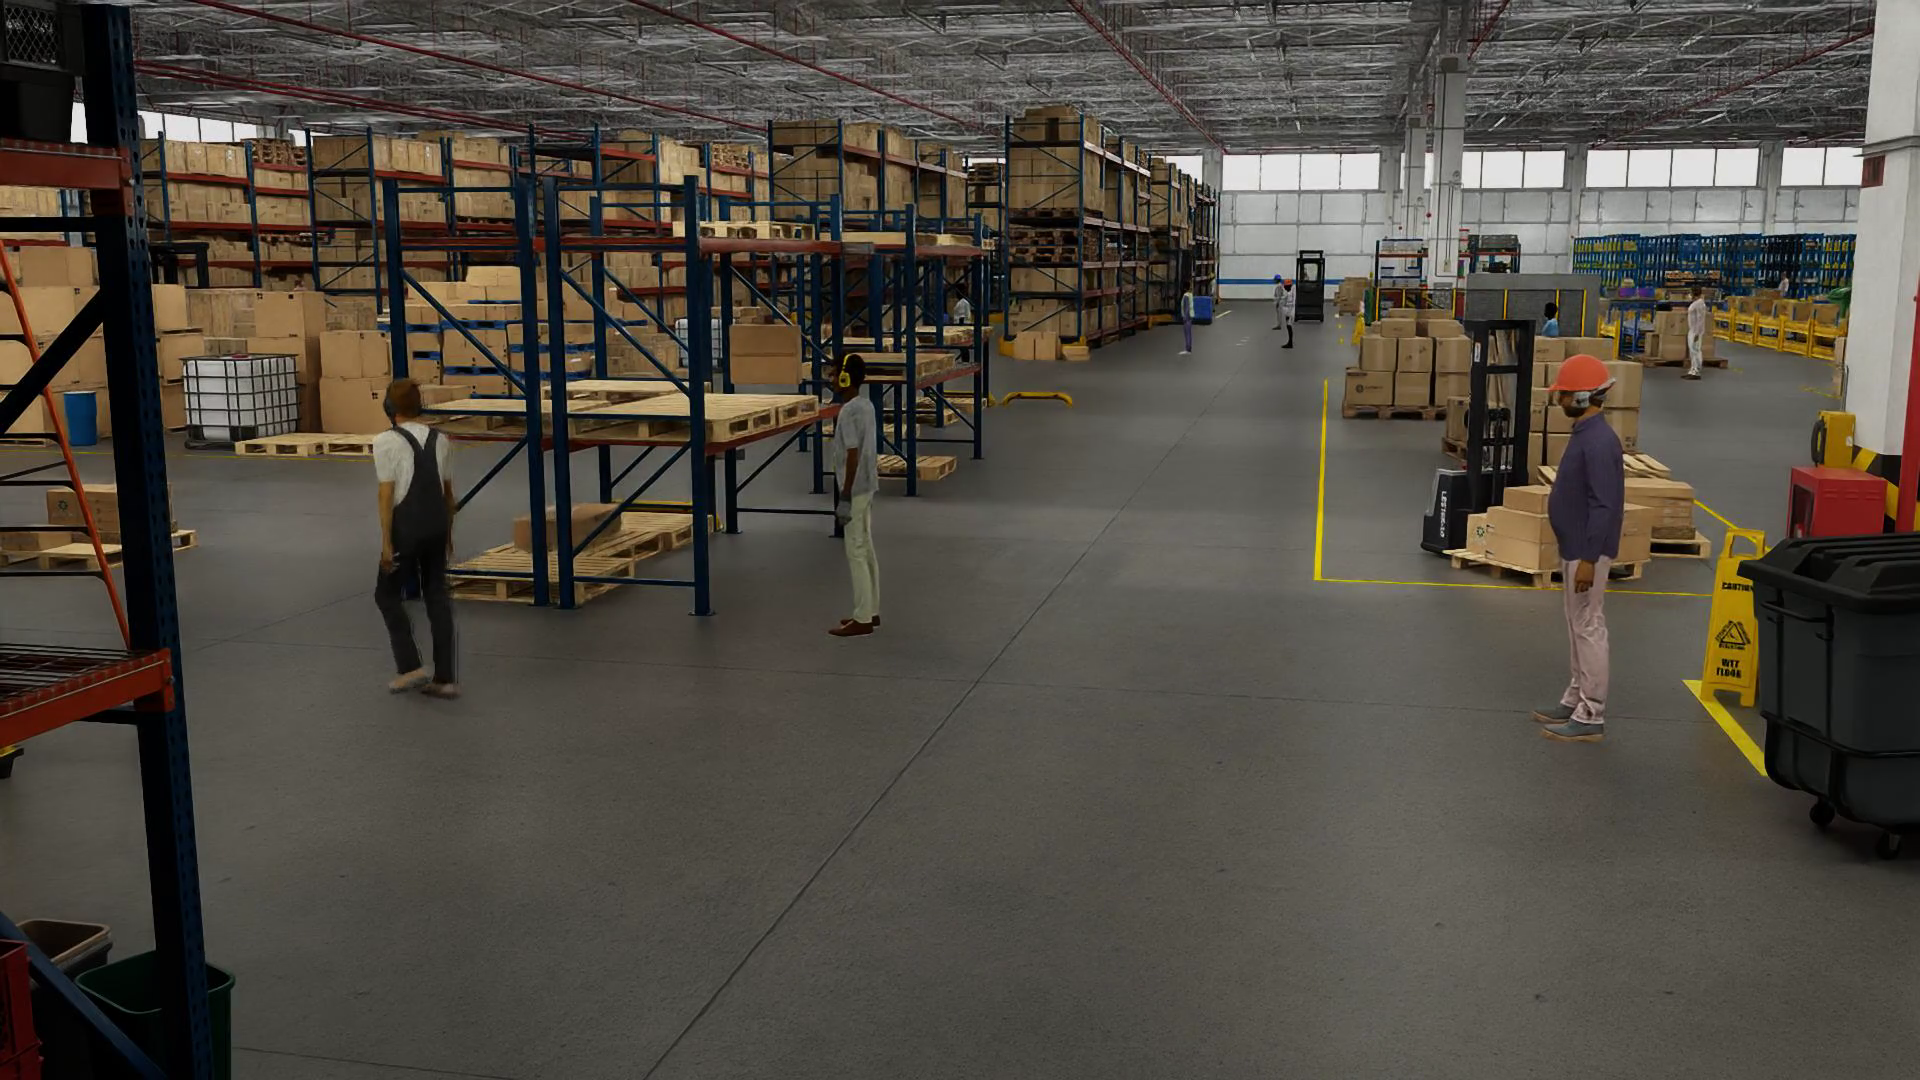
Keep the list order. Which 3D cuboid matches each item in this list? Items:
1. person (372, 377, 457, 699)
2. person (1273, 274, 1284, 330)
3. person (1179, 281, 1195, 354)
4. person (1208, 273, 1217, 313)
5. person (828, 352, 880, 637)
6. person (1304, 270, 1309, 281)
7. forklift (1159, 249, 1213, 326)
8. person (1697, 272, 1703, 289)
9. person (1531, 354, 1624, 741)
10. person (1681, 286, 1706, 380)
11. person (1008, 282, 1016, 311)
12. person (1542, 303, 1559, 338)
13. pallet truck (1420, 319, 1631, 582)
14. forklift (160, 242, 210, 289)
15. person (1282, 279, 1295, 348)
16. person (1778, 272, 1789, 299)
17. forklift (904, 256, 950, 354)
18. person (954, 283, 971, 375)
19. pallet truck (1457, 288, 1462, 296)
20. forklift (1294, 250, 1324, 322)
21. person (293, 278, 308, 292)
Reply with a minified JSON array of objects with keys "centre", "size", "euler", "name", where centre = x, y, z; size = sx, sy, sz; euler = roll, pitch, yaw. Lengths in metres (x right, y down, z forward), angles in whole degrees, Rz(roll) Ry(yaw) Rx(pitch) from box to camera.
[{"centre":[-3.058,-0.002,9.367],"size":[0.532,1.812,0.536],"euler":[7,12,37],"name":"person"},{"centre":[11.221,-8.385,58.627],"size":[0.403,1.943,0.606],"euler":[2,10,14],"name":"person"},{"centre":[5.935,-5.804,43.428],"size":[0.391,1.916,0.590],"euler":[2,10,14],"name":"person"},{"centre":[11.704,-11.463,77.194],"size":[0.404,1.828,0.592],"euler":[2,10,14],"name":"person"},{"centre":[-0.705,-0.293,10.932],"size":[0.327,1.871,0.514],"euler":[2,10,14],"name":"person"},{"centre":[18.005,-13.128,86.838],"size":[0.399,1.905,0.643],"euler":[2,10,14],"name":"person"},{"centre":[8.360,-9.294,61.241],"size":[1.873,2.768,1.129],"euler":[2,10,12],"name":"forklift"},{"centre":[35.867,-12.065,80.722],"size":[0.389,1.841,0.564],"euler":[2,10,14],"name":"person"},{"centre":[3.197,0.043,8.579],"size":[0.392,1.991,0.613],"euler":[2,10,14],"name":"person"},{"centre":[15.102,-4.249,34.159],"size":[0.371,1.936,0.629],"euler":[2,10,14],"name":"person"},{"centre":[1.752,-7.915,56.564],"size":[0.321,1.698,0.537],"euler":[2,10,14],"name":"person"},{"centre":[10.659,-3.436,30.050],"size":[0.321,1.695,0.537],"euler":[2,10,14],"name":"person"},{"centre":[4.543,-0.757,13.299],"size":[0.823,1.965,1.885],"euler":[-4,10,-22],"name":"pallet truck"},{"centre":[-16.063,-4.810,34.690],"size":[1.129,2.768,1.873],"euler":[2,10,12],"name":"forklift"},{"centre":[9.139,-6.302,46.320],"size":[0.376,1.934,0.548],"euler":[2,10,14],"name":"person"},{"centre":[35.872,-10.708,72.507],"size":[0.399,1.905,0.643],"euler":[2,10,14],"name":"person"},{"centre":[-0.945,-6.011,41.803],"size":[1.129,2.768,1.873],"euler":[2,10,12],"name":"forklift"},{"centre":[0.048,-4.505,35.589],"size":[0.368,1.963,0.609],"euler":[2,10,14],"name":"person"},{"centre":[20.506,-9.785,68.819],"size":[0.653,1.274,1.630],"euler":[2,10,12],"name":"pallet truck"},{"centre":[13.778,-10.002,65.433],"size":[1.129,2.768,1.873],"euler":[2,10,12],"name":"forklift"},{"centre":[-20.214,-7.063,50.912],"size":[0.399,1.908,0.643],"euler":[2,10,14],"name":"person"}]
